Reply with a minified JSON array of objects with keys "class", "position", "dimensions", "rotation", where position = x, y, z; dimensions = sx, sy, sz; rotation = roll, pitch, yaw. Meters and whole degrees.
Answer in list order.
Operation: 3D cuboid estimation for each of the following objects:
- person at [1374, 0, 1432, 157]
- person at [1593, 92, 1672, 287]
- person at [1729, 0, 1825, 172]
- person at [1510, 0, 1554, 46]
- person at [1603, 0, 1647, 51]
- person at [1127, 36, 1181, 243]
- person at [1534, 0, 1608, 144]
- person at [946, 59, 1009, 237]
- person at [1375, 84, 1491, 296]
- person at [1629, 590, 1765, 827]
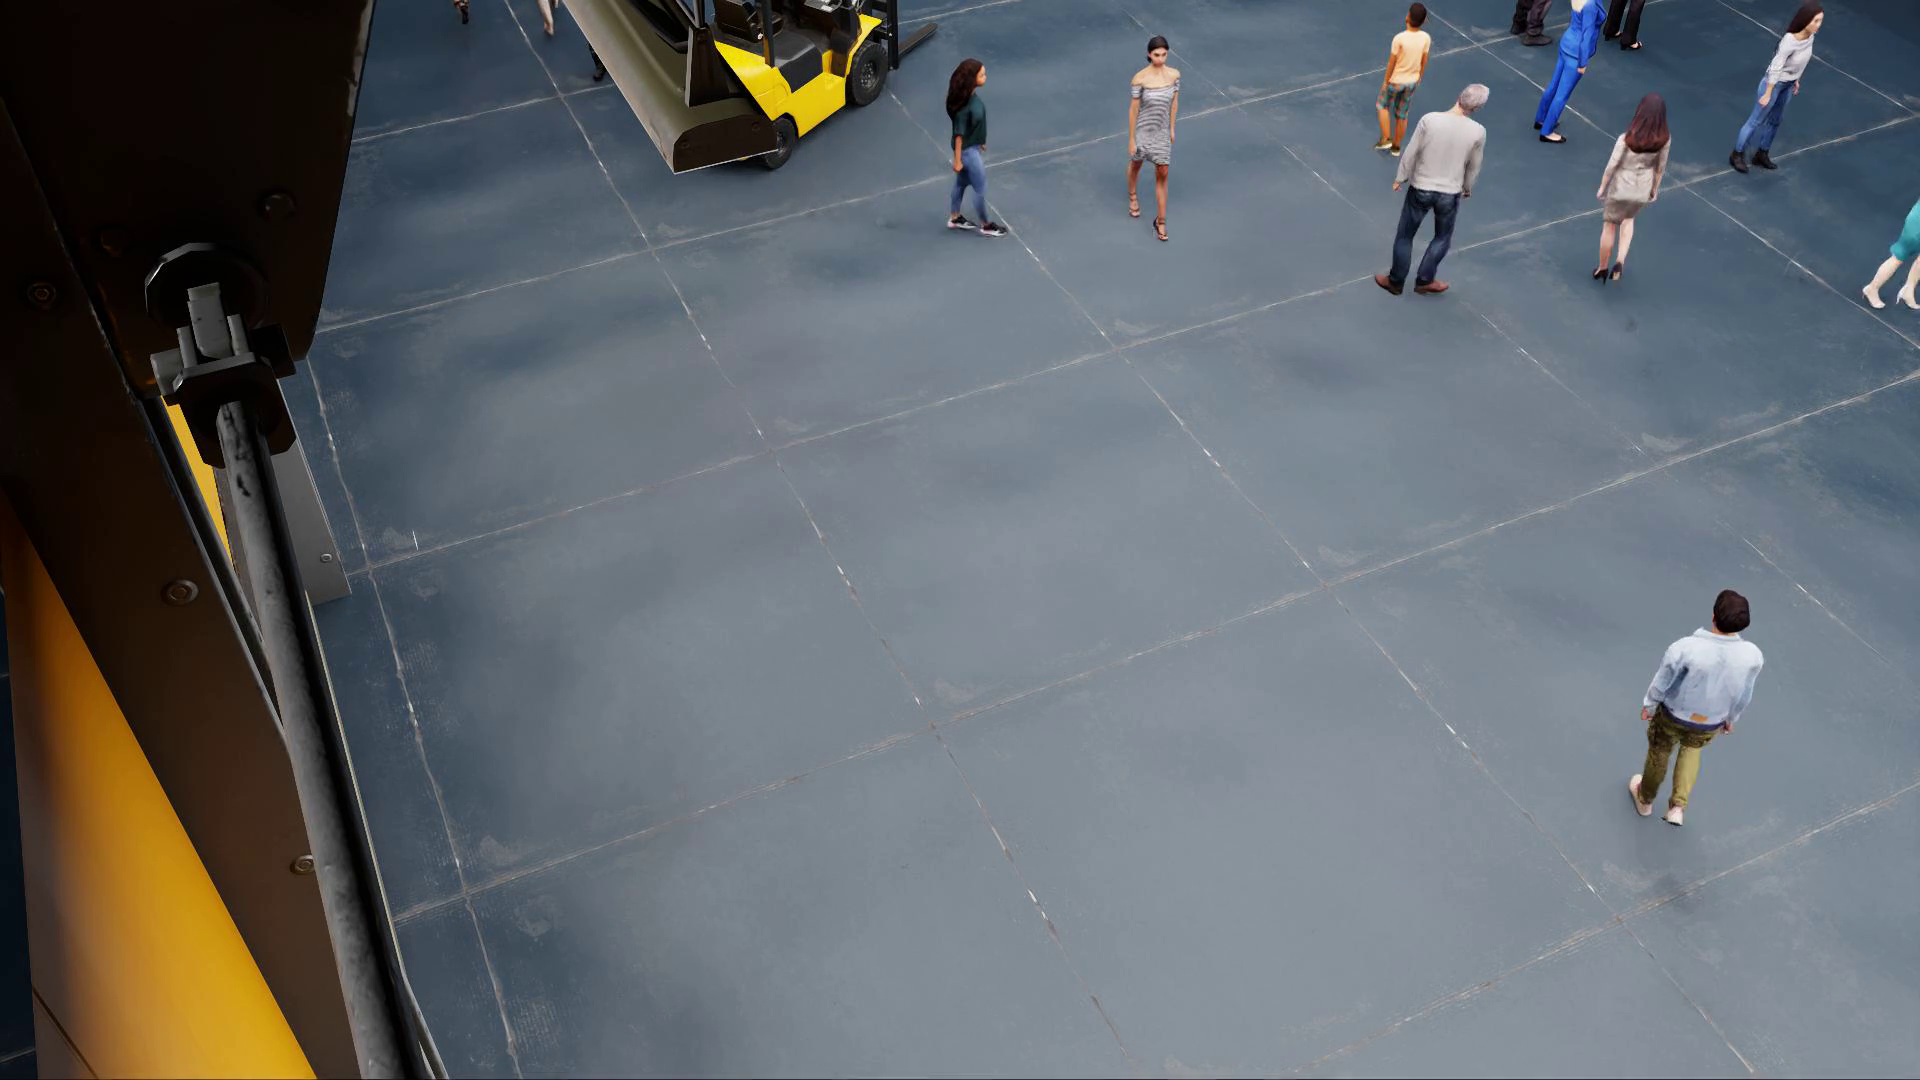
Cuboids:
[{"class":"person","position":[4.079,-4.181,15.255],"dimensions":[0.611,1.453,0.638],"rotation":[-6,44,-7]},{"class":"person","position":[5.489,-2.798,13.599],"dimensions":[0.739,1.735,0.781],"rotation":[0,44,0]},{"class":"person","position":[7.374,-4.128,15.076],"dimensions":[0.683,1.625,0.681],"rotation":[-25,49,-24]},{"class":"person","position":[5.966,-5.953,16.852],"dimensions":[0.787,1.816,0.581],"rotation":[-12,45,-12]},{"class":"person","position":[6.884,-5.792,16.796],"dimensions":[0.640,1.660,0.459],"rotation":[-16,46,-16]},{"class":"person","position":[1.606,-3.534,14.331],"dimensions":[0.744,1.791,1.003],"rotation":[-10,44,-10]},{"class":"person","position":[5.677,-4.512,15.426],"dimensions":[0.761,1.696,0.648],"rotation":[1,44,1]},{"class":"person","position":[-0.007,-3.375,14.300],"dimensions":[0.895,1.604,0.866],"rotation":[8,44,8]},{"class":"person","position":[3.868,-2.817,13.525],"dimensions":[0.903,1.866,0.918],"rotation":[-1,44,-2]},{"class":"person","position":[4.199,1.042,9.519],"dimensions":[0.878,1.804,0.937],"rotation":[6,44,6]}]
